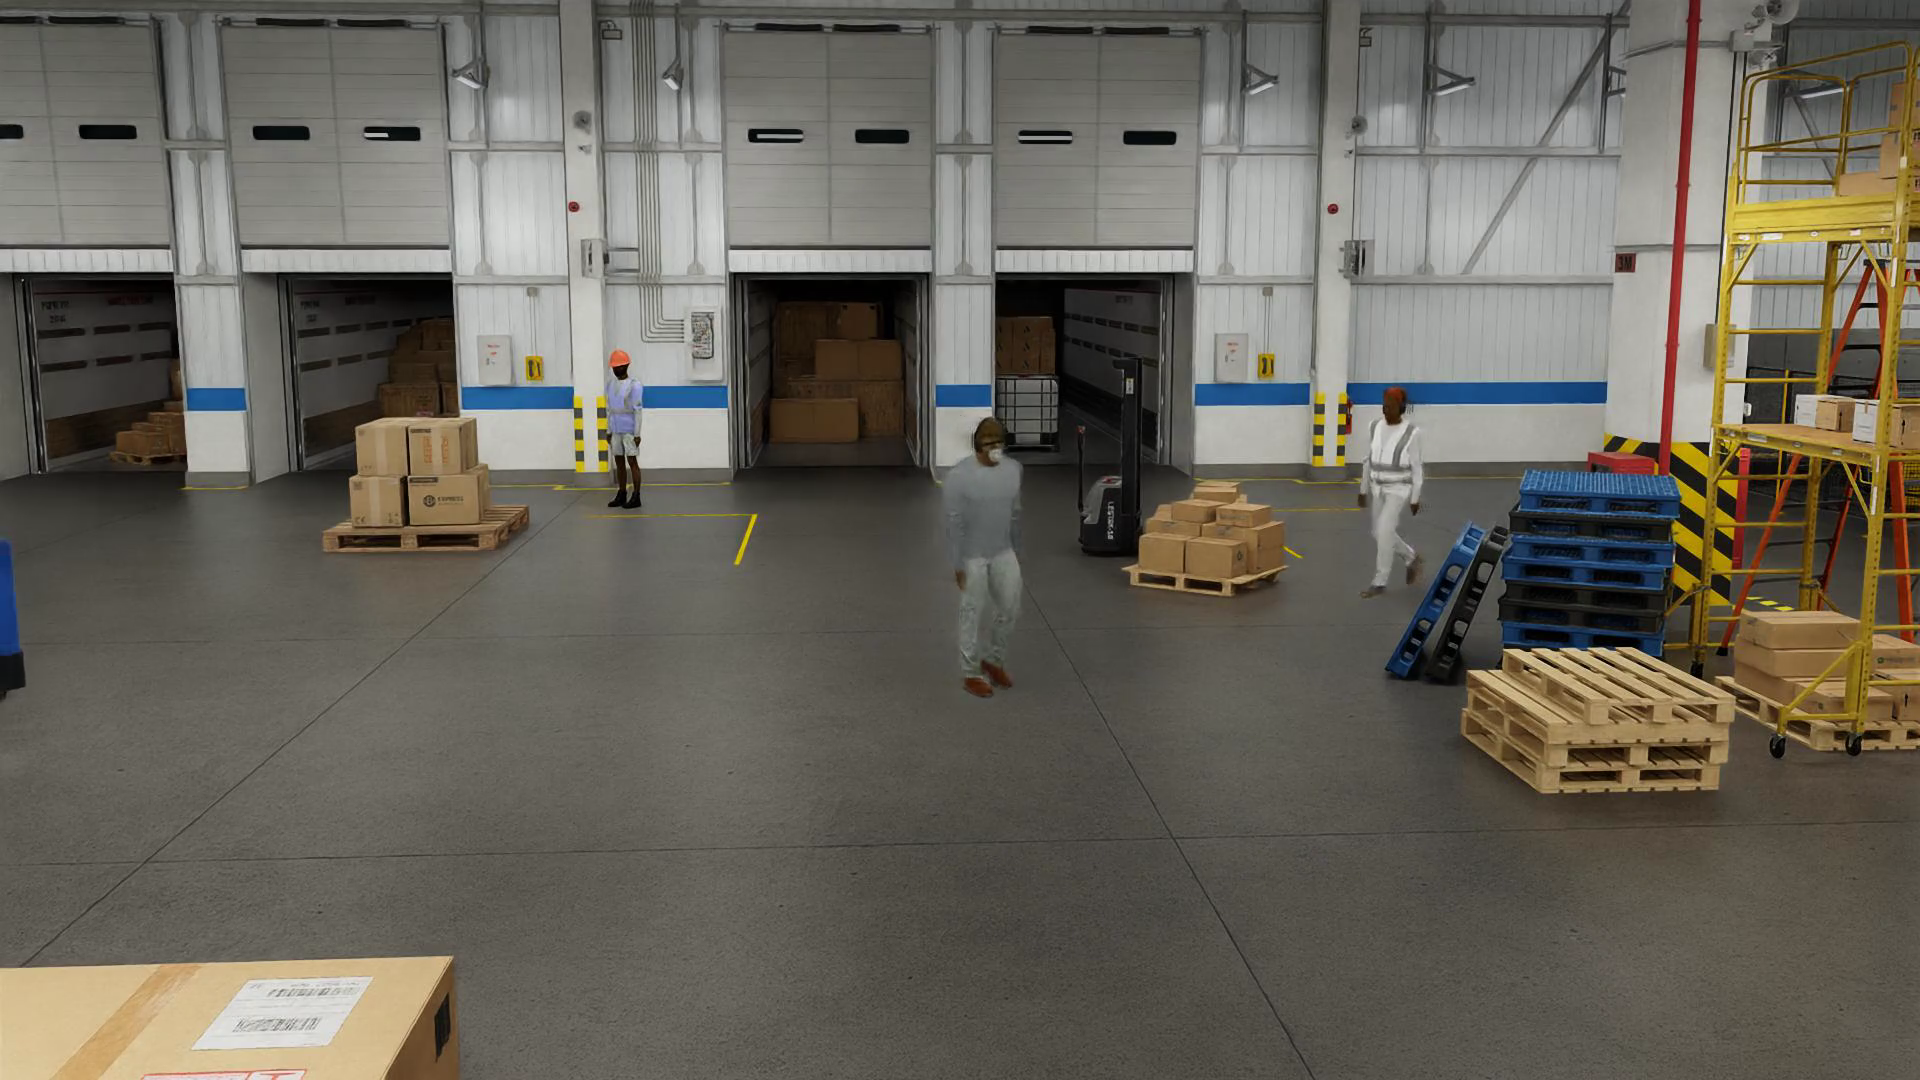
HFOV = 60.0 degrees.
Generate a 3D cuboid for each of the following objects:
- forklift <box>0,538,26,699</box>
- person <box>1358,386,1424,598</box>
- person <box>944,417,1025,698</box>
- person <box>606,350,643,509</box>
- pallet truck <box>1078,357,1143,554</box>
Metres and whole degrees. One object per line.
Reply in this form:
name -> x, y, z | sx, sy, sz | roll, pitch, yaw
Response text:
forklift -> -7.113, -0.258, 10.364 | 1.129, 2.768, 1.873 | 5, 10, 27
person -> 3.849, -0.437, 14.699 | 0.797, 1.863, 0.581 | -6, 11, -31
person -> 0.159, 0.124, 11.025 | 0.634, 1.903, 0.536 | -5, 10, -28
person -> -4.083, -1.339, 20.147 | 0.543, 1.929, 0.385 | 6, 11, 33
pallet truck -> 2.088, -0.836, 16.757 | 1.885, 1.965, 0.823 | 2, 9, 13
